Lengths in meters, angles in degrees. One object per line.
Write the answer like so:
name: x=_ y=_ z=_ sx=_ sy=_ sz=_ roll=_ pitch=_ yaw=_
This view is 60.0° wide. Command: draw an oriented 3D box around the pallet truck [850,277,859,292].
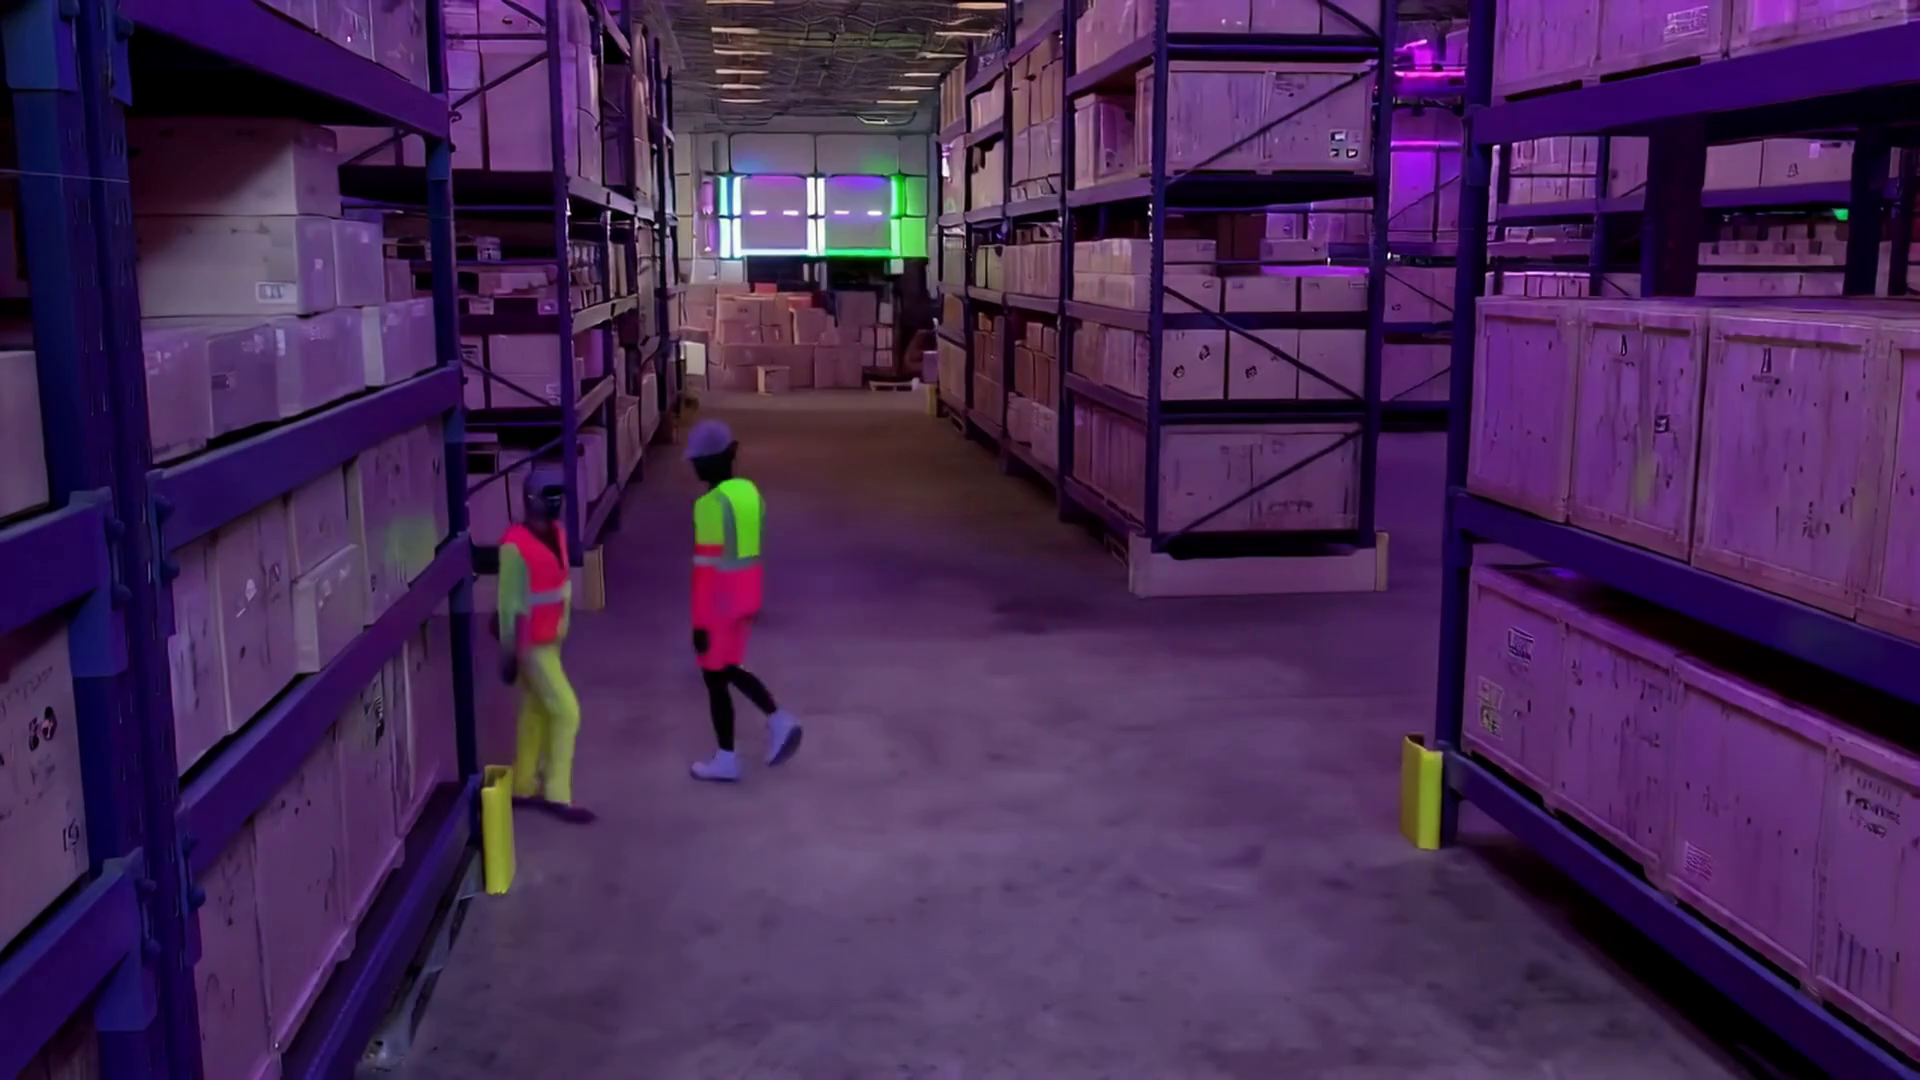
pallet truck: x=-3.782 y=-9.391 z=65.808 sx=1.885 sy=1.965 sz=0.823 roll=2 pitch=10 yaw=10

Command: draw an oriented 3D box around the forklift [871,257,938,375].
forklift: x=-1.041 y=-5.314 z=39.502 sx=1.873 sy=2.768 sz=1.129 roll=3 pitch=10 yaw=18

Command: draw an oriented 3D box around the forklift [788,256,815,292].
forklift: x=-5.632 y=-8.715 z=59.305 sx=1.129 sy=2.768 sz=1.873 roll=-7 pitch=12 yaw=-35

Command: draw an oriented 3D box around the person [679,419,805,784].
person: x=-1.212 y=0.351 z=9.036 sx=0.598 sy=2.016 sz=0.653 roll=4 pitch=11 yaw=22

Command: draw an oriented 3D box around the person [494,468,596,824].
person: x=-2.067 y=0.537 z=8.533 sx=0.666 sy=1.823 sz=0.572 roll=1 pitch=10 yaw=5
